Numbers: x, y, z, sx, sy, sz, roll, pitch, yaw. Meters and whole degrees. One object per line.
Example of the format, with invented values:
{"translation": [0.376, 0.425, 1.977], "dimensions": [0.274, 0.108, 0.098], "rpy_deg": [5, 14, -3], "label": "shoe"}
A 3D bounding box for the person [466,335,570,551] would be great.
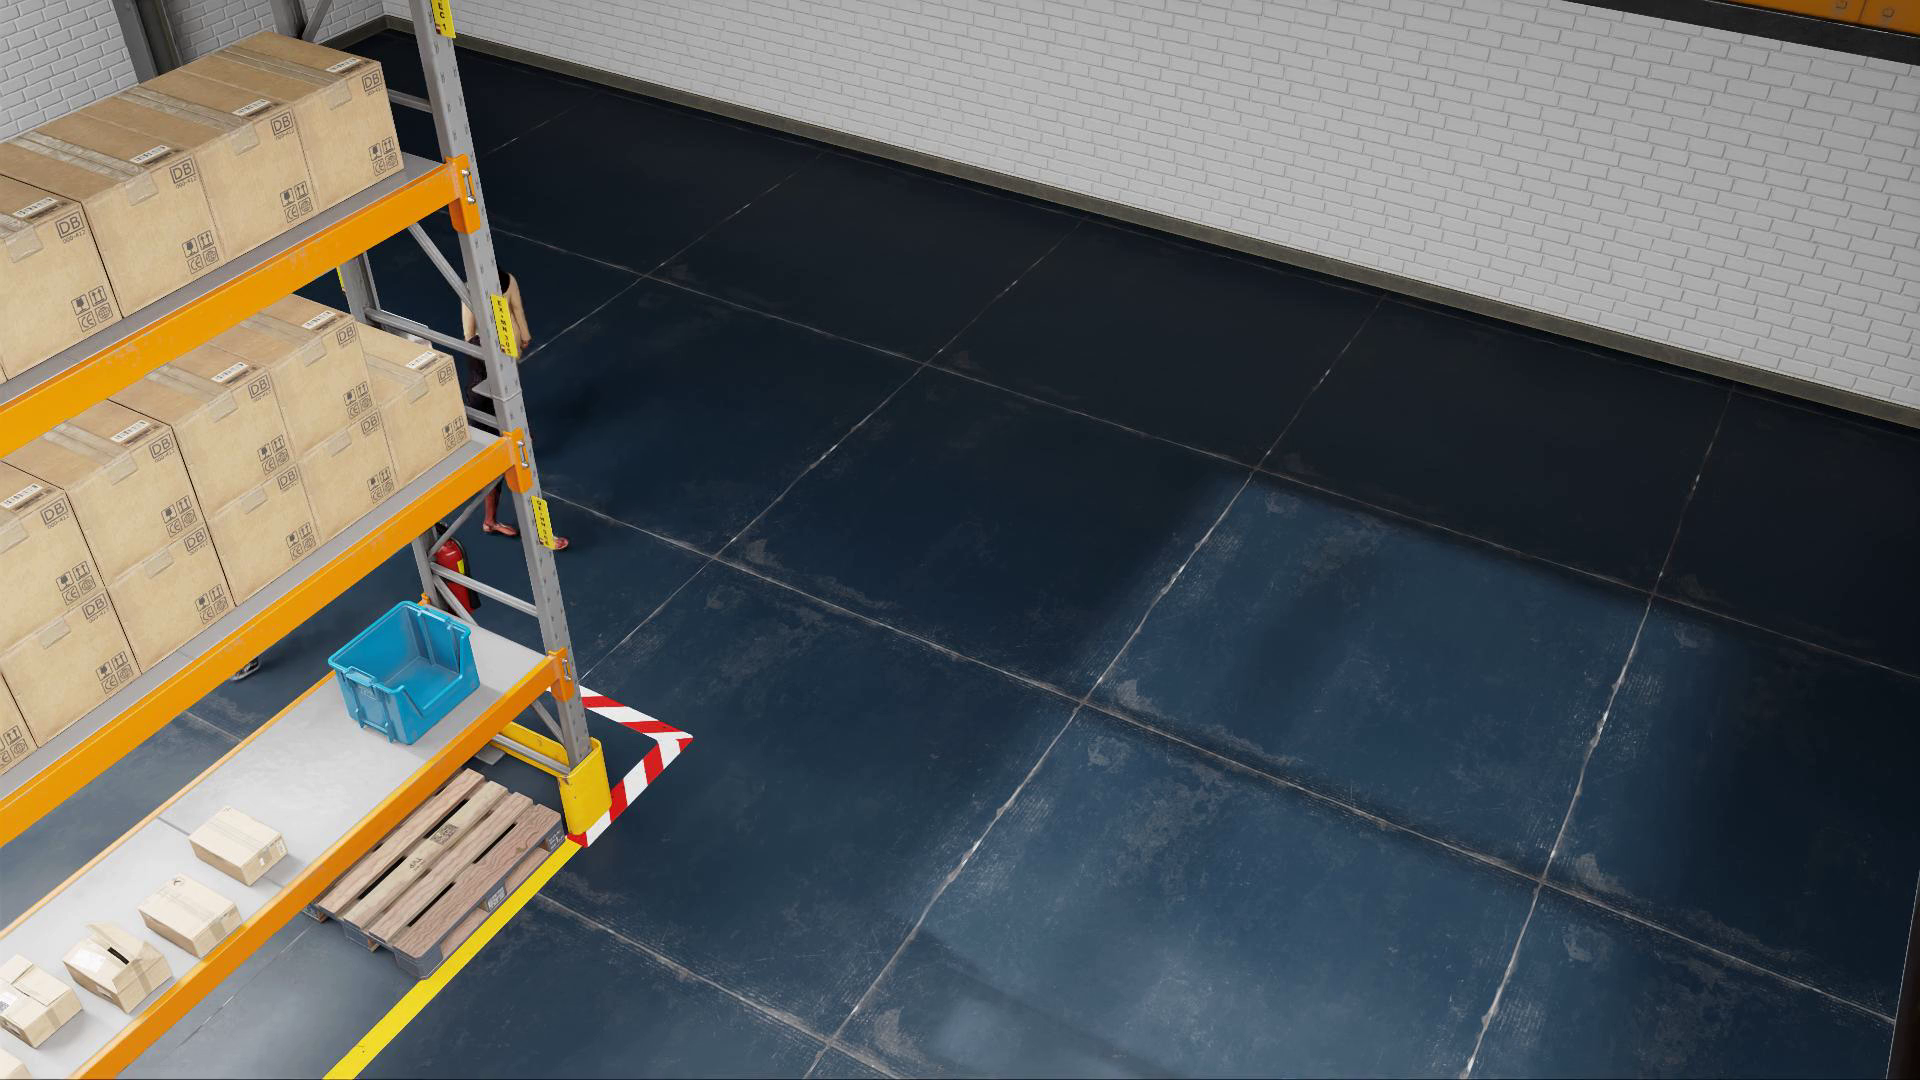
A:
{"translation": [-3.328, -0.685, 11.732], "dimensions": [0.857, 1.691, 0.961], "rpy_deg": [8, 39, 10], "label": "person"}
